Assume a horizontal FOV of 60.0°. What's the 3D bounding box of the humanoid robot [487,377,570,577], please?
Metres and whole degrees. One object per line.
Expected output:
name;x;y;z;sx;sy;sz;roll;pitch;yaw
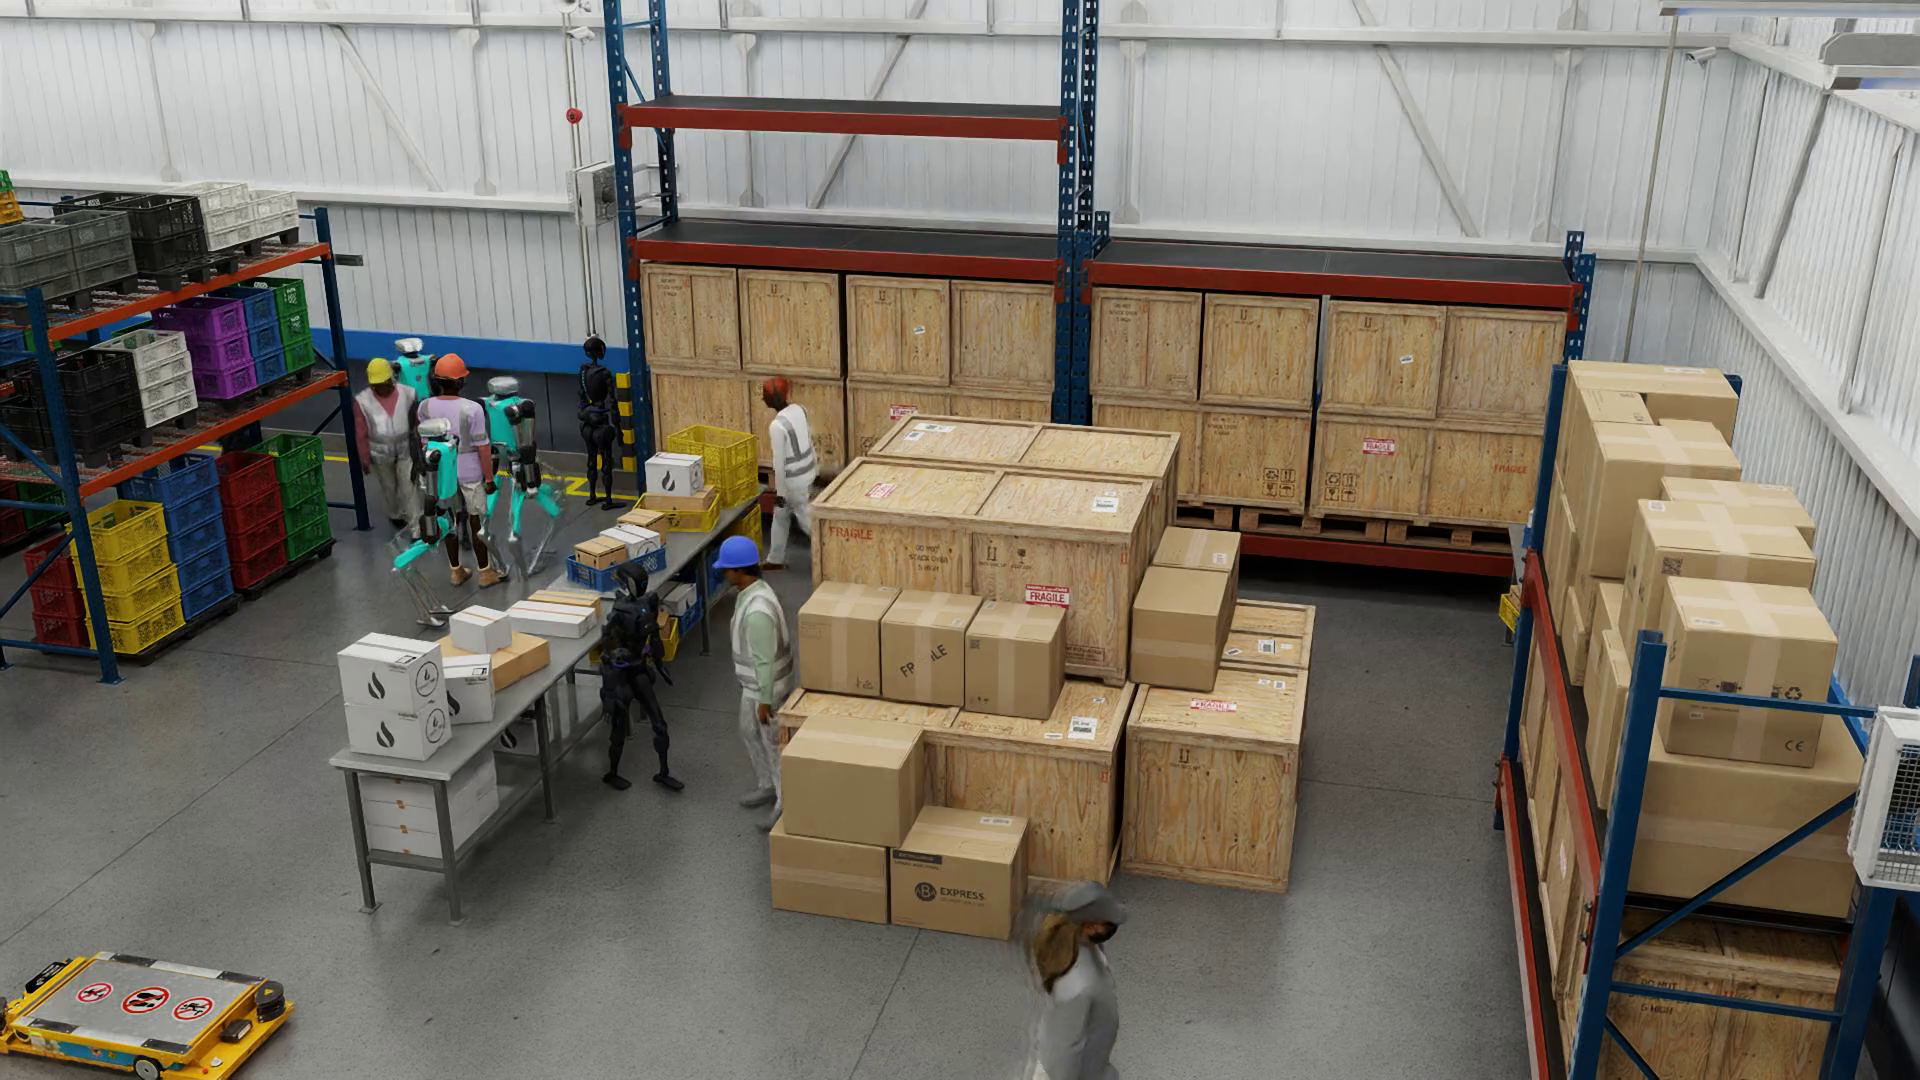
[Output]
humanoid robot;-3.661;-0.597;14.511;0.805;1.743;0.564;-15;26;-34

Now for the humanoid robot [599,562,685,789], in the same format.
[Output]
humanoid robot;-2.104;0.881;10.800;0.583;1.630;0.602;11;24;27

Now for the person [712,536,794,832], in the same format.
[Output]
person;-1.267;0.887;10.410;0.455;1.932;0.614;-5;21;-12

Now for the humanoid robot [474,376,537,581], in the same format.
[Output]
humanoid robot;-3.922;-0.406;14.231;0.539;1.883;0.786;1;21;3

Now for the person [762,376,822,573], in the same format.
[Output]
person;-1.360;-0.528;14.252;0.915;1.831;0.619;4;21;10

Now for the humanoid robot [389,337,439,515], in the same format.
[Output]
humanoid robot;-5.263;-1.106;15.804;0.694;1.732;0.539;18;28;39

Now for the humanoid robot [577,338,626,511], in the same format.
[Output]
humanoid robot;-3.480;-1.131;16.011;0.599;1.657;0.315;19;28;40

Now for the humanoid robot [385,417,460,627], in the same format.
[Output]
humanoid robot;-4.313;-0.151;13.256;0.737;1.700;0.530;1;21;4

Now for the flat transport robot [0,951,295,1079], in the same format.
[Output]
flat transport robot;-4.270;2.464;8.601;1.431;0.231;0.659;5;22;13

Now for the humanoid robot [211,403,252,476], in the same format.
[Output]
humanoid robot;-6.940;-1.010;15.762;0.745;1.631;0.598;-19;28;-41

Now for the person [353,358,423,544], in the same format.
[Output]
person;-5.150;-0.827;15.115;0.639;1.779;0.927;-9;23;-22

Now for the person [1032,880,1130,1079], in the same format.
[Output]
person;0.553;2.217;7.216;0.942;1.710;0.577;0;21;1

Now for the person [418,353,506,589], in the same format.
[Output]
person;-4.215;-0.573;14.064;0.604;2.044;0.374;5;21;12

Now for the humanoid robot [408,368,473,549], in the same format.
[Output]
humanoid robot;-4.680;-0.746;15.046;0.591;1.638;0.611;-9;23;-22
